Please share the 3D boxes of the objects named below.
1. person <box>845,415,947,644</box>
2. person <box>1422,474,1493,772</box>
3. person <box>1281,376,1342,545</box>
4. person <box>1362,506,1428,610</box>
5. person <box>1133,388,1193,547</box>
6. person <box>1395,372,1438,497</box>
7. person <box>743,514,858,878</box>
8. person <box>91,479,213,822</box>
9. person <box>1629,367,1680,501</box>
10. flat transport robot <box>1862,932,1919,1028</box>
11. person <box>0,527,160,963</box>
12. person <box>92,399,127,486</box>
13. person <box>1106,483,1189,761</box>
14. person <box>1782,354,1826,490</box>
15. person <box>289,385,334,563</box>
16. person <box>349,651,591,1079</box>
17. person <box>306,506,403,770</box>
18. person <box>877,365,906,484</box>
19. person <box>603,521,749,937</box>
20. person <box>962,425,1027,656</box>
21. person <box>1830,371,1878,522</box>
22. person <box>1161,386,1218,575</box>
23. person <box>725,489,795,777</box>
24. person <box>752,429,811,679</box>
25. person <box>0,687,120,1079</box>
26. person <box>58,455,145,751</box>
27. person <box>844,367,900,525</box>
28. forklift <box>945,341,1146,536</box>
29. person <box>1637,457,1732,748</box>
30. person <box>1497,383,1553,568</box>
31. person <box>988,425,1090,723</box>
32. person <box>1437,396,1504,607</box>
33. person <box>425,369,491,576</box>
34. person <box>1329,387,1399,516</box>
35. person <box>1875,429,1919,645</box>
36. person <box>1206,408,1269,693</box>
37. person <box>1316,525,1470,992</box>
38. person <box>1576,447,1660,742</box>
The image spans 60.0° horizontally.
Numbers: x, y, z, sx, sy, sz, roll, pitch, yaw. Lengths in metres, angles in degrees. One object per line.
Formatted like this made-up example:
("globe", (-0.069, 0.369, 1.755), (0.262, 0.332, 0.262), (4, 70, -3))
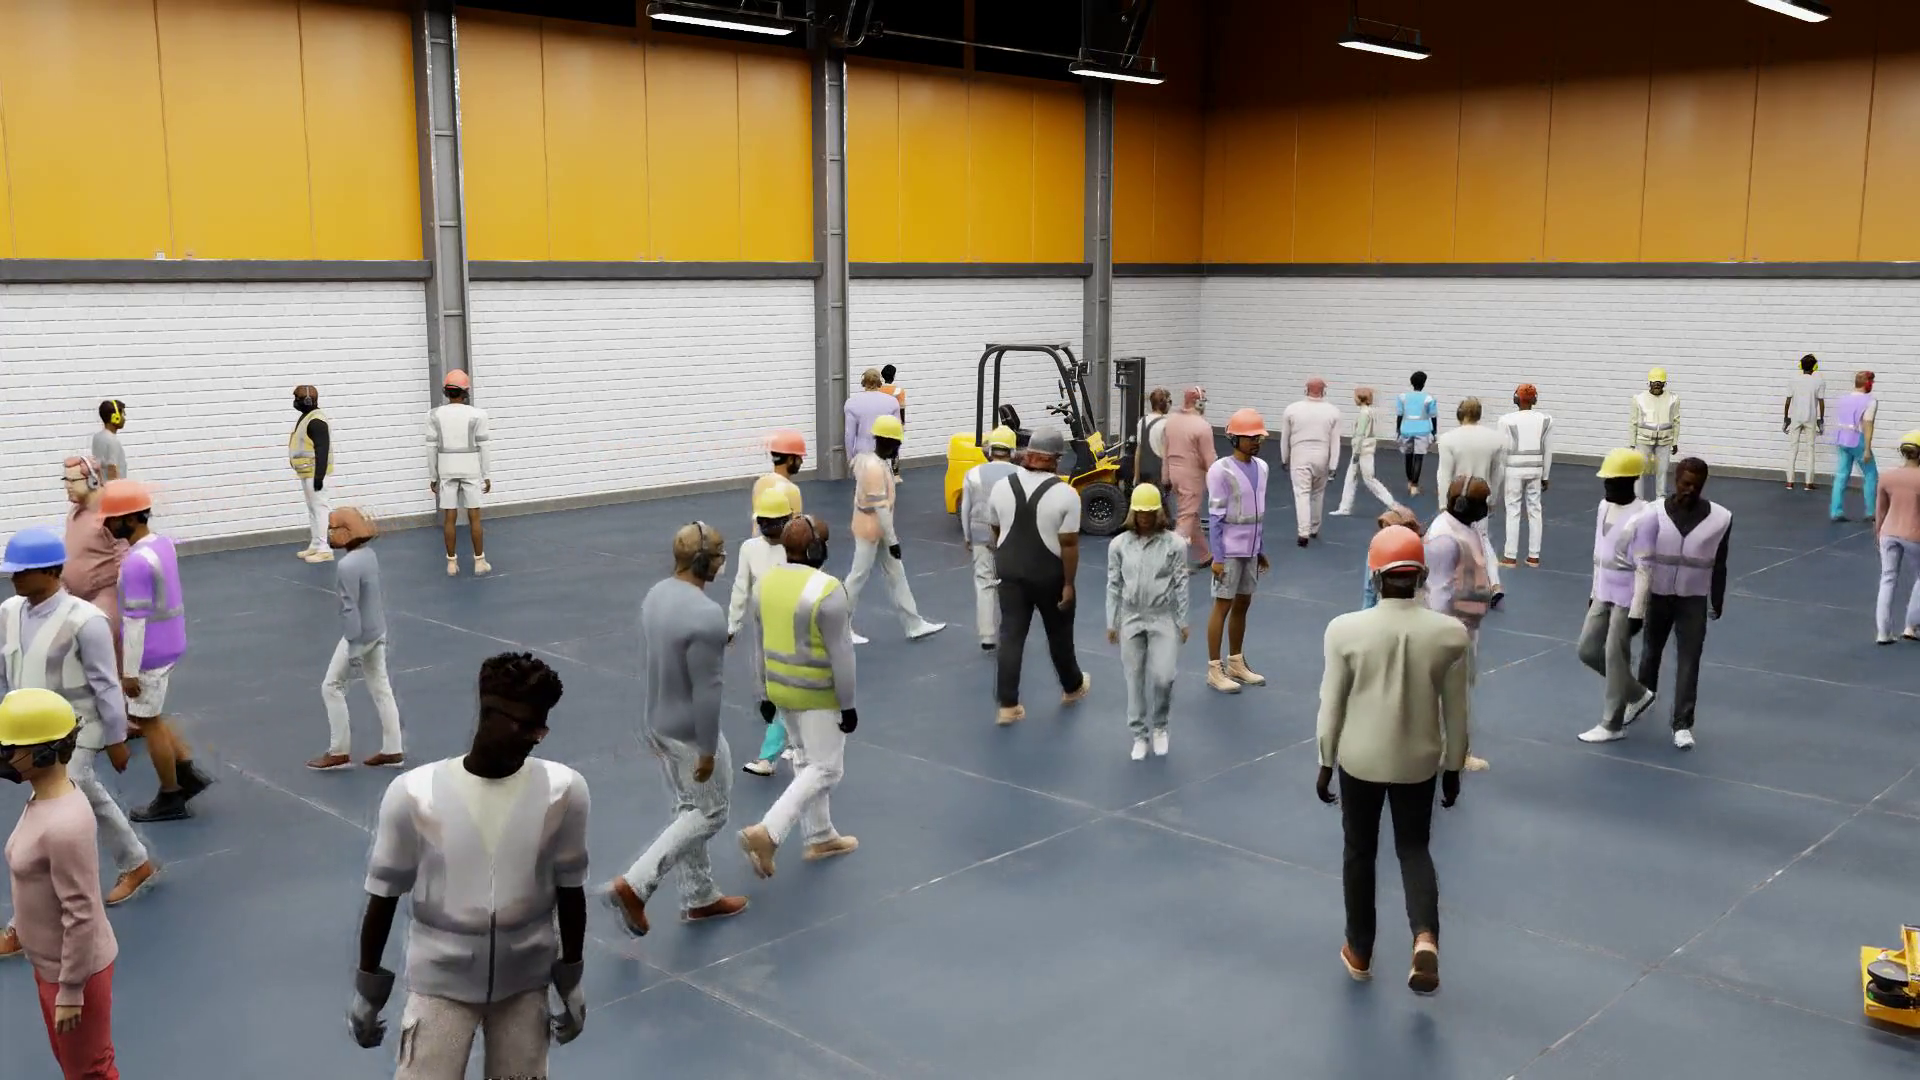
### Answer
("person", (-0.603, -0.069, 13.356), (0.969, 1.870, 0.602), (1, 9, 6))
("person", (2.922, 0.493, 10.111), (0.601, 1.820, 0.642), (6, 11, 31))
("person", (3.884, -0.880, 18.420), (0.631, 1.856, 1.018), (1, 9, 5))
("person", (2.764, 0.577, 10.187), (0.551, 1.613, 0.584), (7, 12, 39))
("person", (2.122, -0.699, 17.506), (1.005, 1.785, 0.518), (-5, 10, -28))
("person", (6.176, -1.437, 22.415), (0.542, 1.654, 0.827), (6, 11, 31))
("person", (-0.812, 0.783, 8.316), (0.742, 1.823, 0.630), (-8, 12, -42))
("person", (-4.437, 0.611, 9.055), (0.398, 1.915, 0.566), (-1, 9, -9))
("person", (8.643, -1.242, 20.714), (0.592, 1.825, 0.403), (2, 9, 12))
("flat transport robot", (4.413, 1.829, 6.619), (1.431, 0.197, 0.652), (5, 10, 27))
("person", (-4.103, 0.864, 7.595), (0.601, 1.901, 1.018), (5, 10, 26))
("person", (-8.030, -0.408, 15.628), (0.533, 1.826, 0.937), (8, 12, 41))
("person", (1.146, 0.509, 10.236), (0.511, 1.727, 0.374), (2, 10, 14))
("person", (11.616, -1.622, 22.898), (0.518, 1.868, 0.322), (7, 11, 35))
("person", (-6.726, -0.690, 17.267), (0.430, 1.845, 0.624), (-6, 11, -31))
("person", (-1.437, 1.281, 4.944), (0.720, 1.929, 0.410), (-4, 10, -23))
("person", (-3.710, 0.601, 10.044), (0.661, 1.607, 0.537), (0, 9, 1))
("person", (-1.015, -1.632, 23.514), (0.529, 1.690, 0.321), (3, 10, 16))
("person", (-1.289, 0.868, 7.503), (0.682, 1.916, 0.627), (-7, 11, -36))
("person", (0.322, -0.025, 13.321), (0.606, 1.782, 0.930), (1, 9, 7))
("person", (10.819, -1.110, 19.901), (0.817, 1.811, 0.608), (-2, 9, -12))
("person", (2.399, -0.588, 16.543), (0.902, 1.871, 0.659), (-5, 10, -27))
("person", (-1.138, 0.552, 10.011), (0.536, 1.722, 0.924), (5, 11, 29))
("person", (-1.241, 0.176, 11.720), (0.431, 1.915, 0.550), (-5, 10, -27))
("person", (-2.797, 1.321, 5.167), (0.314, 1.768, 0.527), (-7, 12, -36))
("person", (-5.490, 0.404, 10.449), (0.765, 1.875, 0.636), (-9, 13, -44))
("person", (-0.979, -0.953, 18.579), (0.630, 1.938, 0.366), (-2, 9, -10))
("forklift", (0.977, -1.223, 19.452), (2.313, 2.155, 1.214), (2, 9, 11))
("person", (4.682, 0.355, 10.886), (0.604, 1.846, 1.127), (4, 10, 21))
("person", (5.718, -0.653, 16.914), (0.574, 1.882, 0.358), (-1, 9, -4))
("person", (0.547, 0.183, 11.301), (0.696, 2.000, 1.007), (5, 10, 26))
("person", (4.633, -0.354, 15.055), (0.640, 1.906, 0.969), (-2, 9, -11))
("person", (-4.959, -0.664, 16.486), (0.609, 2.043, 0.397), (-1, 9, -6))
("person", (4.973, -1.066, 20.283), (0.781, 1.613, 0.518), (2, 9, 9))
("person", (7.664, -0.021, 13.416), (0.591, 1.745, 0.544), (-6, 11, -33))
("person", (2.029, 0.069, 11.992), (0.609, 2.044, 0.393), (-8, 12, -42))
("person", (1.811, 0.932, 6.932), (0.622, 1.978, 0.639), (0, 9, 2))
("person", (4.239, 0.353, 10.643), (0.481, 1.913, 0.615), (-1, 9, -9))
